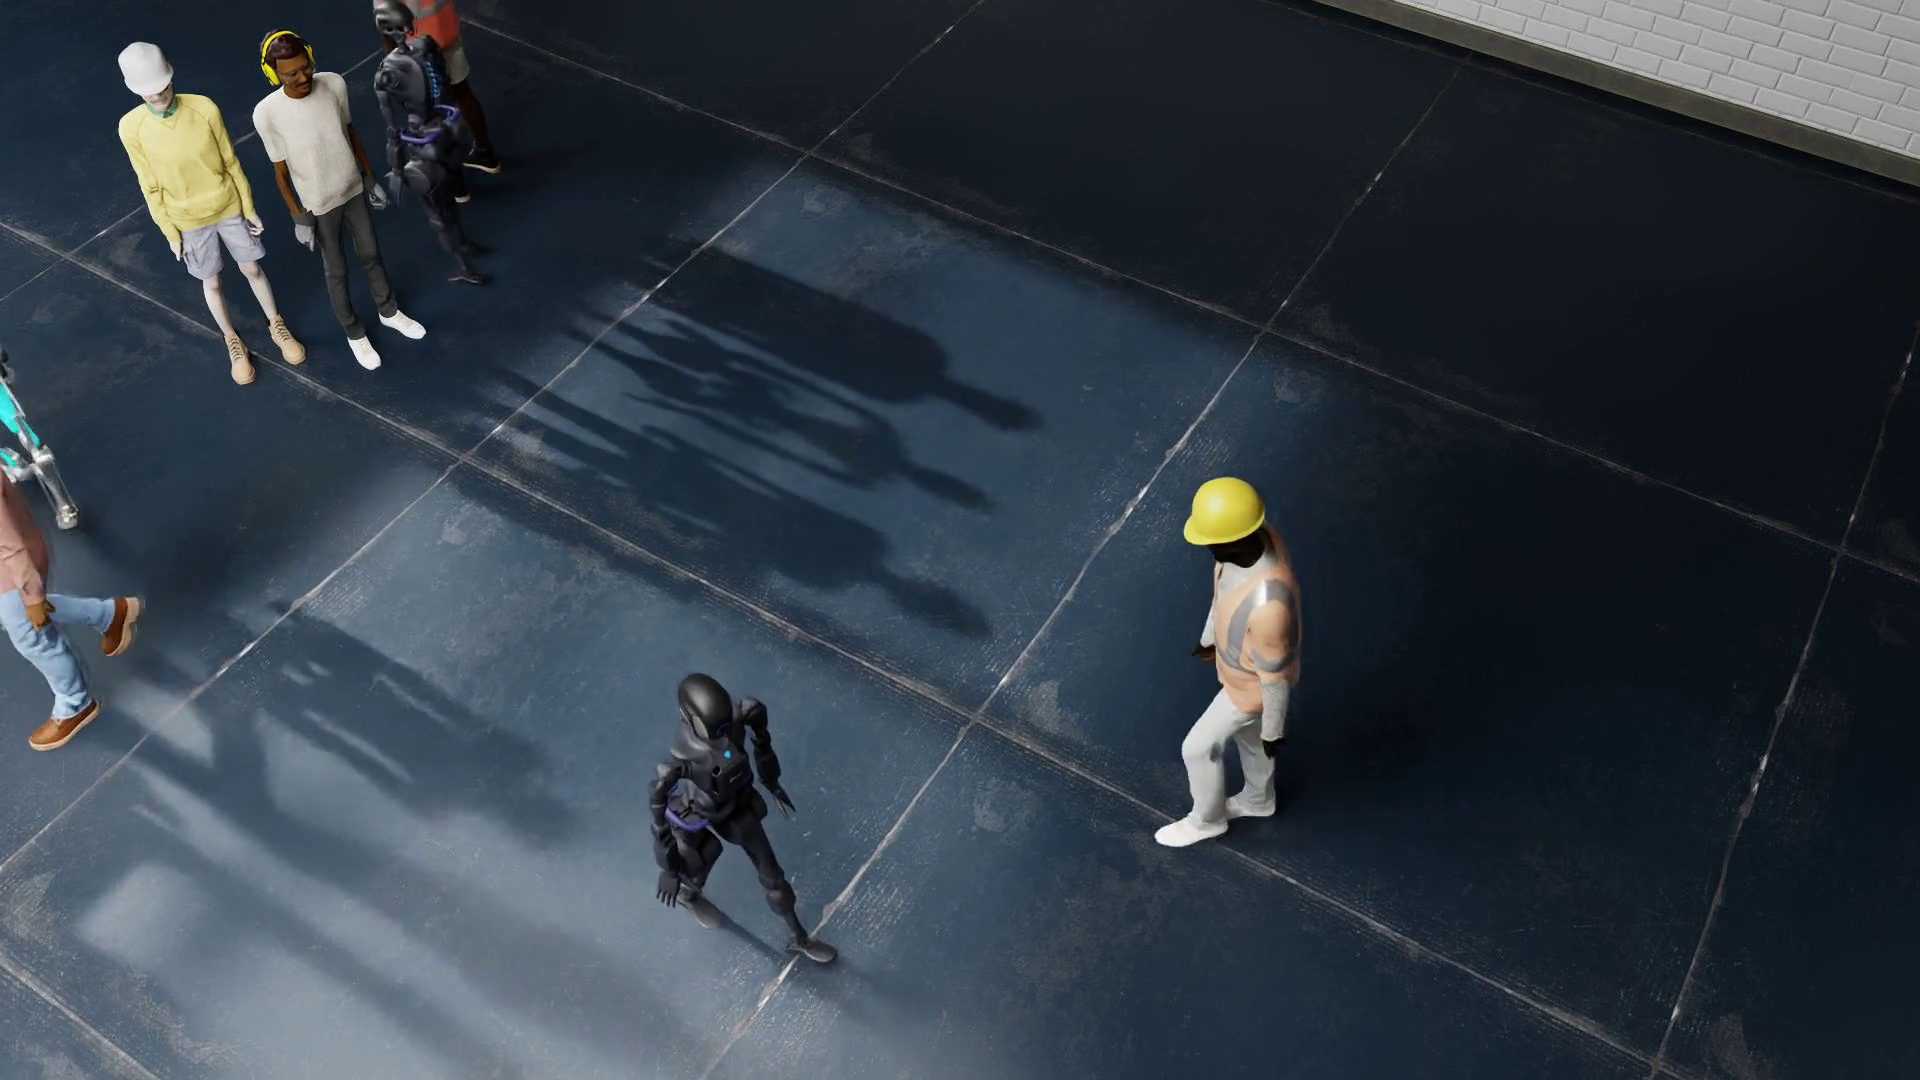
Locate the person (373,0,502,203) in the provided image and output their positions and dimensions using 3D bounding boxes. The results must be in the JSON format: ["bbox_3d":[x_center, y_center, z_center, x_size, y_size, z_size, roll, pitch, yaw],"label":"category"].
[{"bbox_3d":[-2.949,-2.769,9.119,0.390,1.956,0.605,17,51,14],"label":"person"}]

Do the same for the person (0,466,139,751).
[{"bbox_3d":[-3.811,0.059,6.624,0.634,1.978,0.604,32,56,25],"label":"person"}]

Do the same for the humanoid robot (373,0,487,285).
[{"bbox_3d":[-2.789,-2.037,8.664,0.352,1.648,0.611,15,51,13],"label":"humanoid robot"}]

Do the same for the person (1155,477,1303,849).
[{"bbox_3d":[1.034,0.493,6.318,0.648,1.870,0.644,2,49,2],"label":"person"}]

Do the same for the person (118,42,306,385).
[{"bbox_3d":[-3.689,-1.601,8.140,0.477,1.891,0.383,-27,54,-21],"label":"person"}]

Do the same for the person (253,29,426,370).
[{"bbox_3d":[-3.078,-1.677,8.226,0.327,1.861,0.514,31,56,24],"label":"person"}]

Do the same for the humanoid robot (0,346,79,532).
[{"bbox_3d":[-4.424,-0.615,7.400,1.052,1.733,0.567,35,57,26],"label":"humanoid robot"}]

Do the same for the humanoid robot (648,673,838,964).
[{"bbox_3d":[-0.841,1.041,5.991,0.758,1.624,0.615,33,57,26],"label":"humanoid robot"}]
